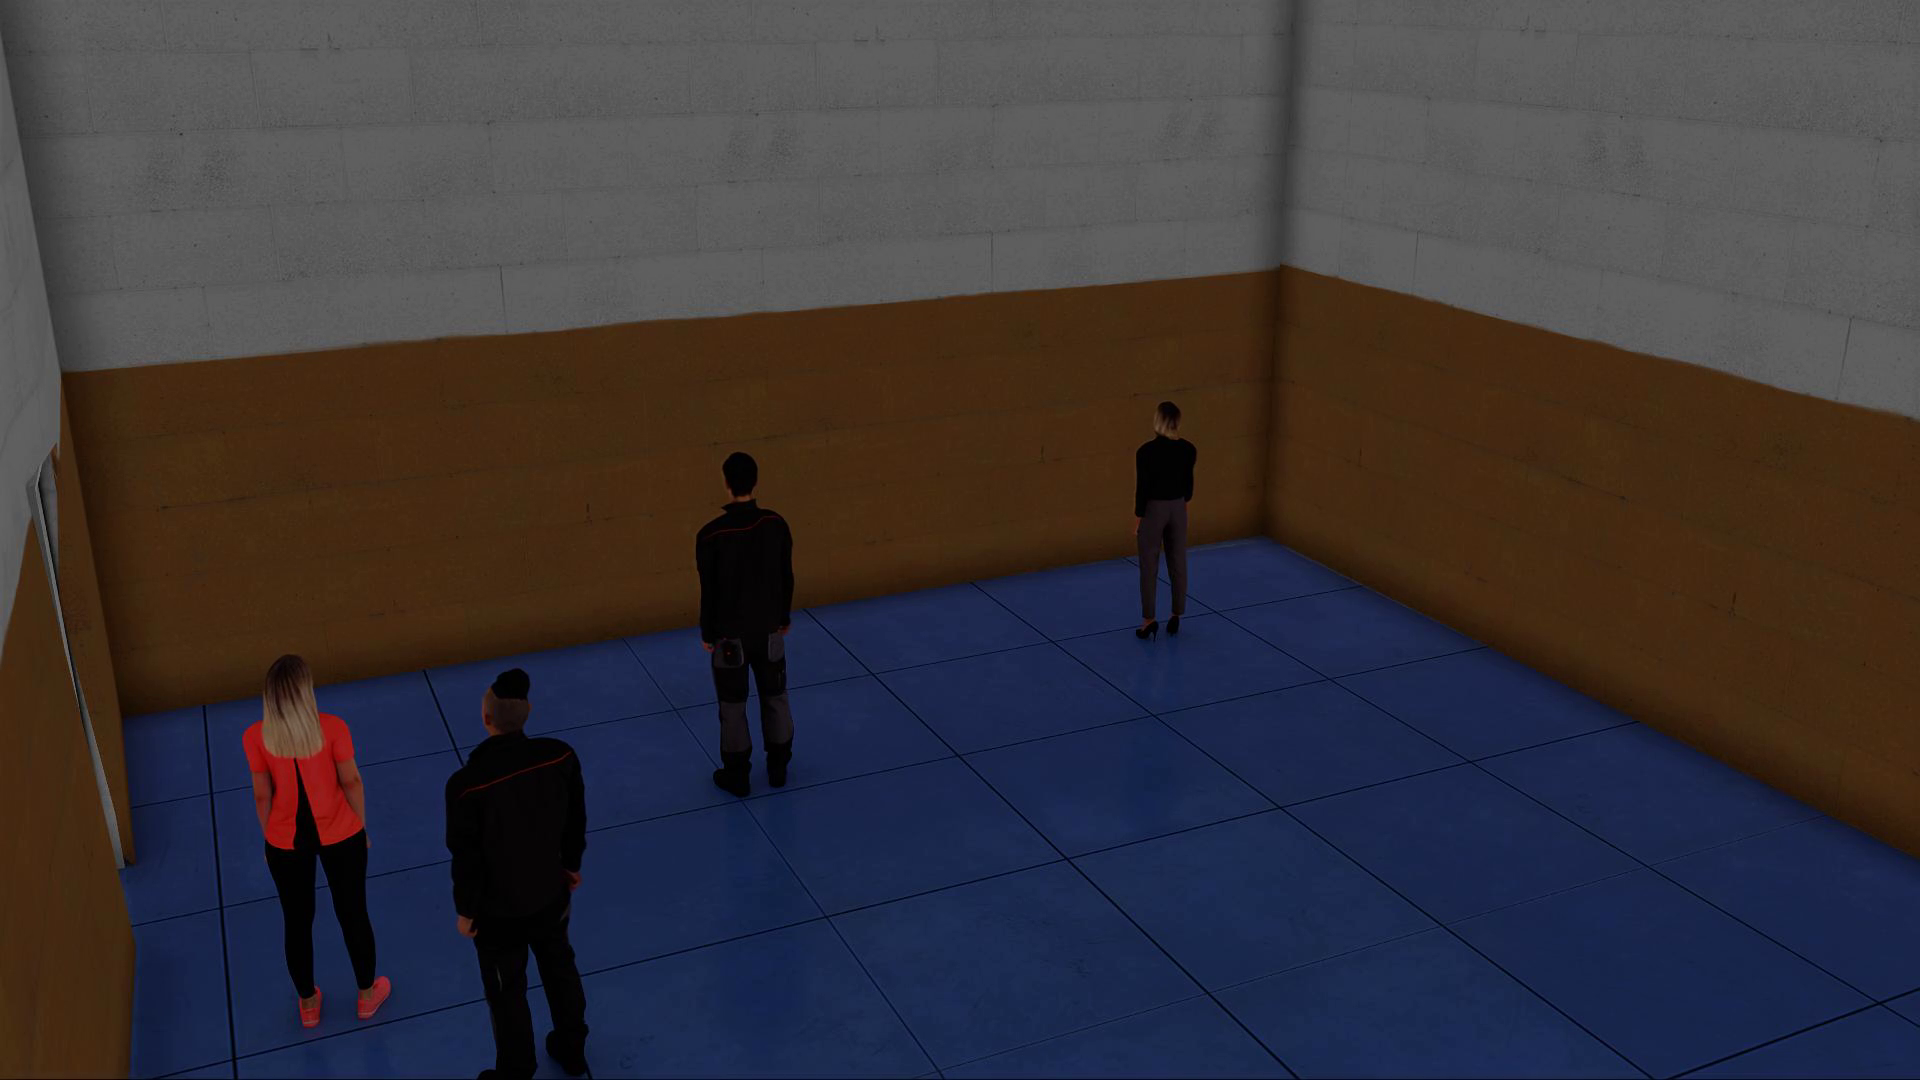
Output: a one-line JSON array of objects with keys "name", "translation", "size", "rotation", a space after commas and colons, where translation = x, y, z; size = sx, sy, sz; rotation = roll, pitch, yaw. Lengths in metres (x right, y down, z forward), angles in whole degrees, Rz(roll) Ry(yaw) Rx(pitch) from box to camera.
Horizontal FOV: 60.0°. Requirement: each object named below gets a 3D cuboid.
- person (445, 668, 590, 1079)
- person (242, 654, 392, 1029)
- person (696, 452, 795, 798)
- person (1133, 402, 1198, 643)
[{"name": "person", "translation": [-1.734, 1.352, 6.563], "size": [0.907, 1.861, 0.724], "rotation": [16, 24, 40]}, {"name": "person", "translation": [-2.750, 1.278, 7.082], "size": [0.549, 1.693, 0.702], "rotation": [-3, 19, -10]}, {"name": "person", "translation": [-1.169, 0.456, 9.124], "size": [0.537, 1.946, 0.771], "rotation": [-10, 21, -27]}, {"name": "person", "translation": [1.379, -0.125, 11.275], "size": [0.472, 1.672, 0.661], "rotation": [-7, 20, -20]}]
